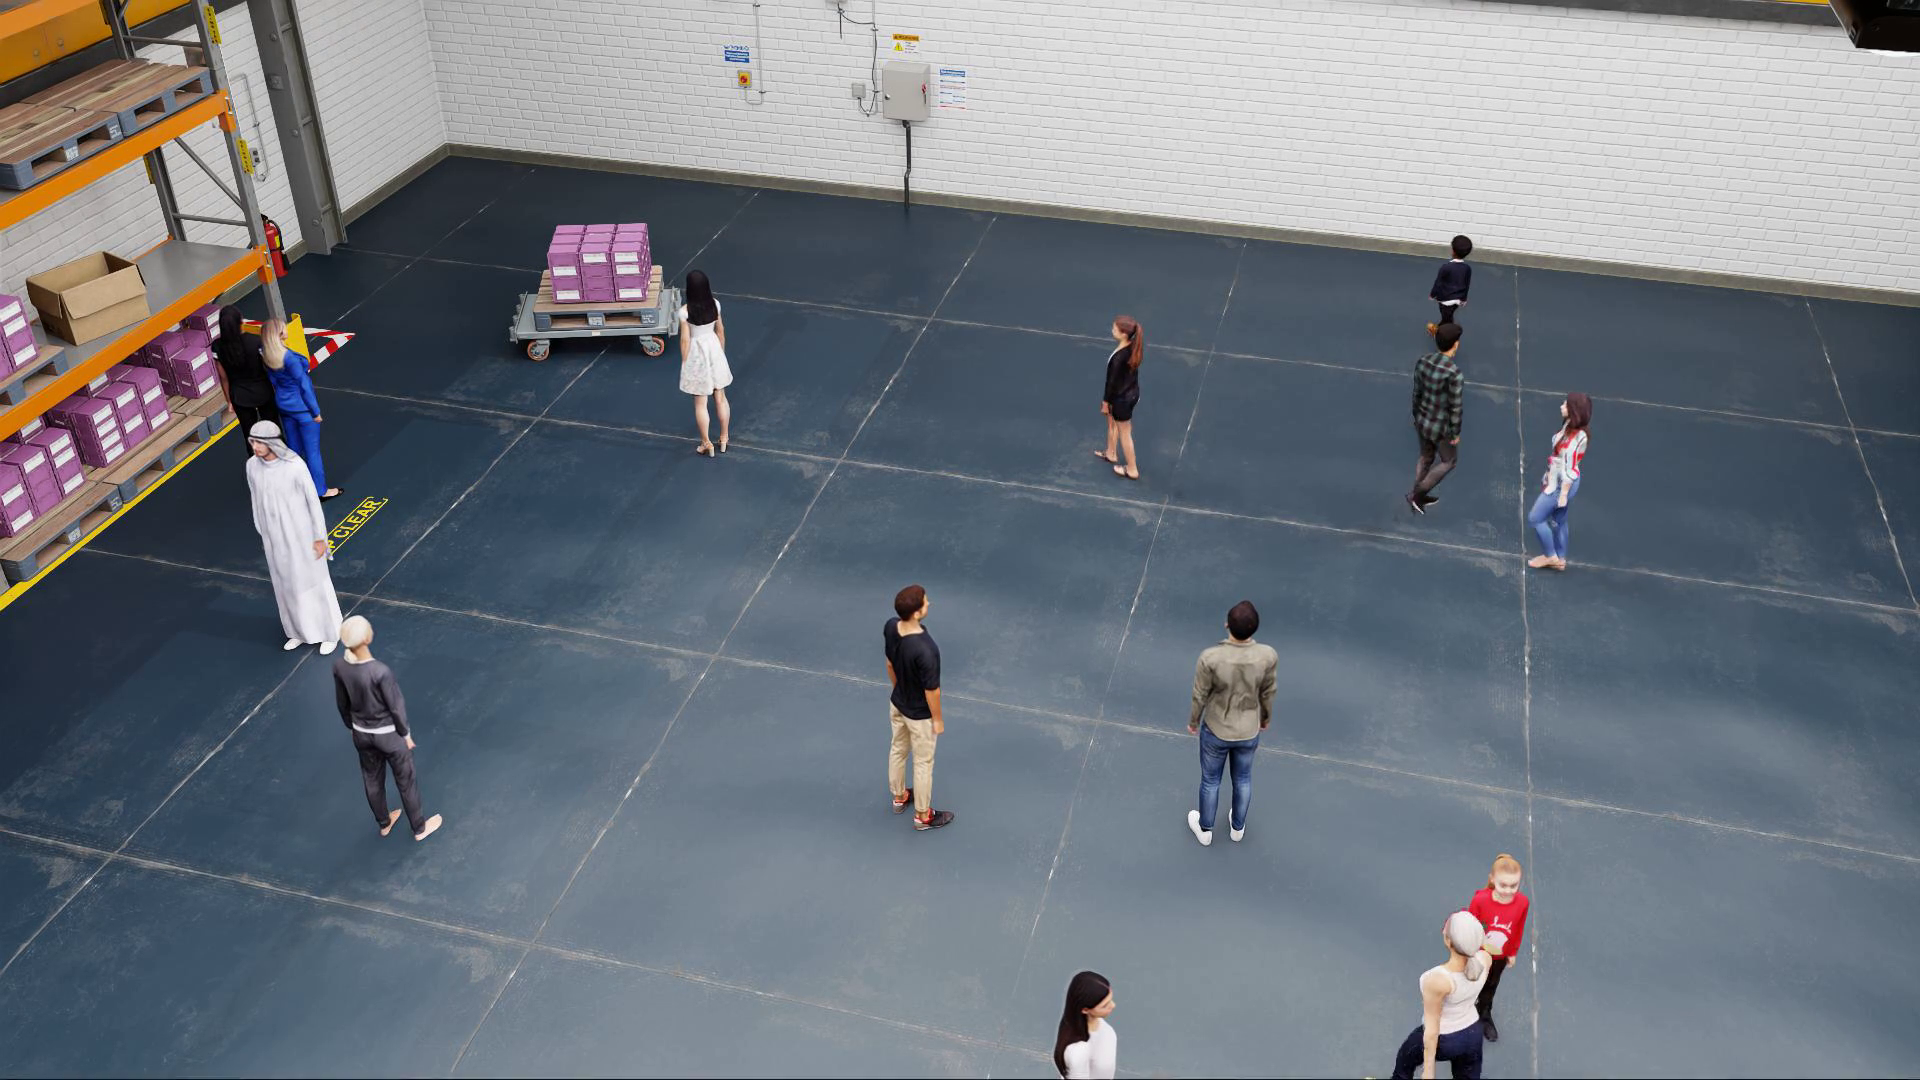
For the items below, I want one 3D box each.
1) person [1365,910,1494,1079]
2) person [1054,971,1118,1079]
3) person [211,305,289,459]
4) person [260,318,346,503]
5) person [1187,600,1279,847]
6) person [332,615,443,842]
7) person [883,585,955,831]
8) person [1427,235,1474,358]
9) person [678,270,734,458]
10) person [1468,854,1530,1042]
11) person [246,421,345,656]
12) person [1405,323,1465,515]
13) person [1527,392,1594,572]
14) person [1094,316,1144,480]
[{"bbox_3d":[2.554,2.649,8.481,1.122,1.653,1.234,-14,36,-20],"label":"person"},{"bbox_3d":[0.592,2.764,8.169,0.688,1.808,0.480,5,34,8],"label":"person"},{"bbox_3d":[-6.051,-1.219,14.233,0.705,1.728,0.724,-7,34,-11],"label":"person"},{"bbox_3d":[-5.626,-1.103,14.083,0.677,1.701,0.650,19,38,26],"label":"person"},{"bbox_3d":[1.711,1.176,10.505,0.782,1.865,0.732,-4,34,-5],"label":"person"},{"bbox_3d":[-3.703,1.202,10.593,0.594,1.725,0.504,8,35,12],"label":"person"},{"bbox_3d":[-0.298,1.065,10.678,0.724,1.859,0.705,-24,41,-32],"label":"person"},{"bbox_3d":[4.892,-2.395,16.483,0.789,1.195,0.913,-11,35,-17],"label":"person"},{"bbox_3d":[-2.260,-1.566,14.713,0.769,1.774,0.835,-20,38,-27],"label":"person"},{"bbox_3d":[2.970,2.292,9.355,0.550,1.281,0.578,-1,34,-1],"label":"person"},{"bbox_3d":[-4.924,-0.032,12.269,0.696,1.926,0.625,6,34,10],"label":"person"},{"bbox_3d":[3.878,-0.959,13.692,0.888,1.701,0.851,-18,37,-25],"label":"person"},{"bbox_3d":[4.846,-0.424,13.154,0.685,1.599,0.546,11,35,16],"label":"person"},{"bbox_3d":[1.483,-1.221,14.406,0.745,1.540,0.762,21,39,29],"label":"person"}]
